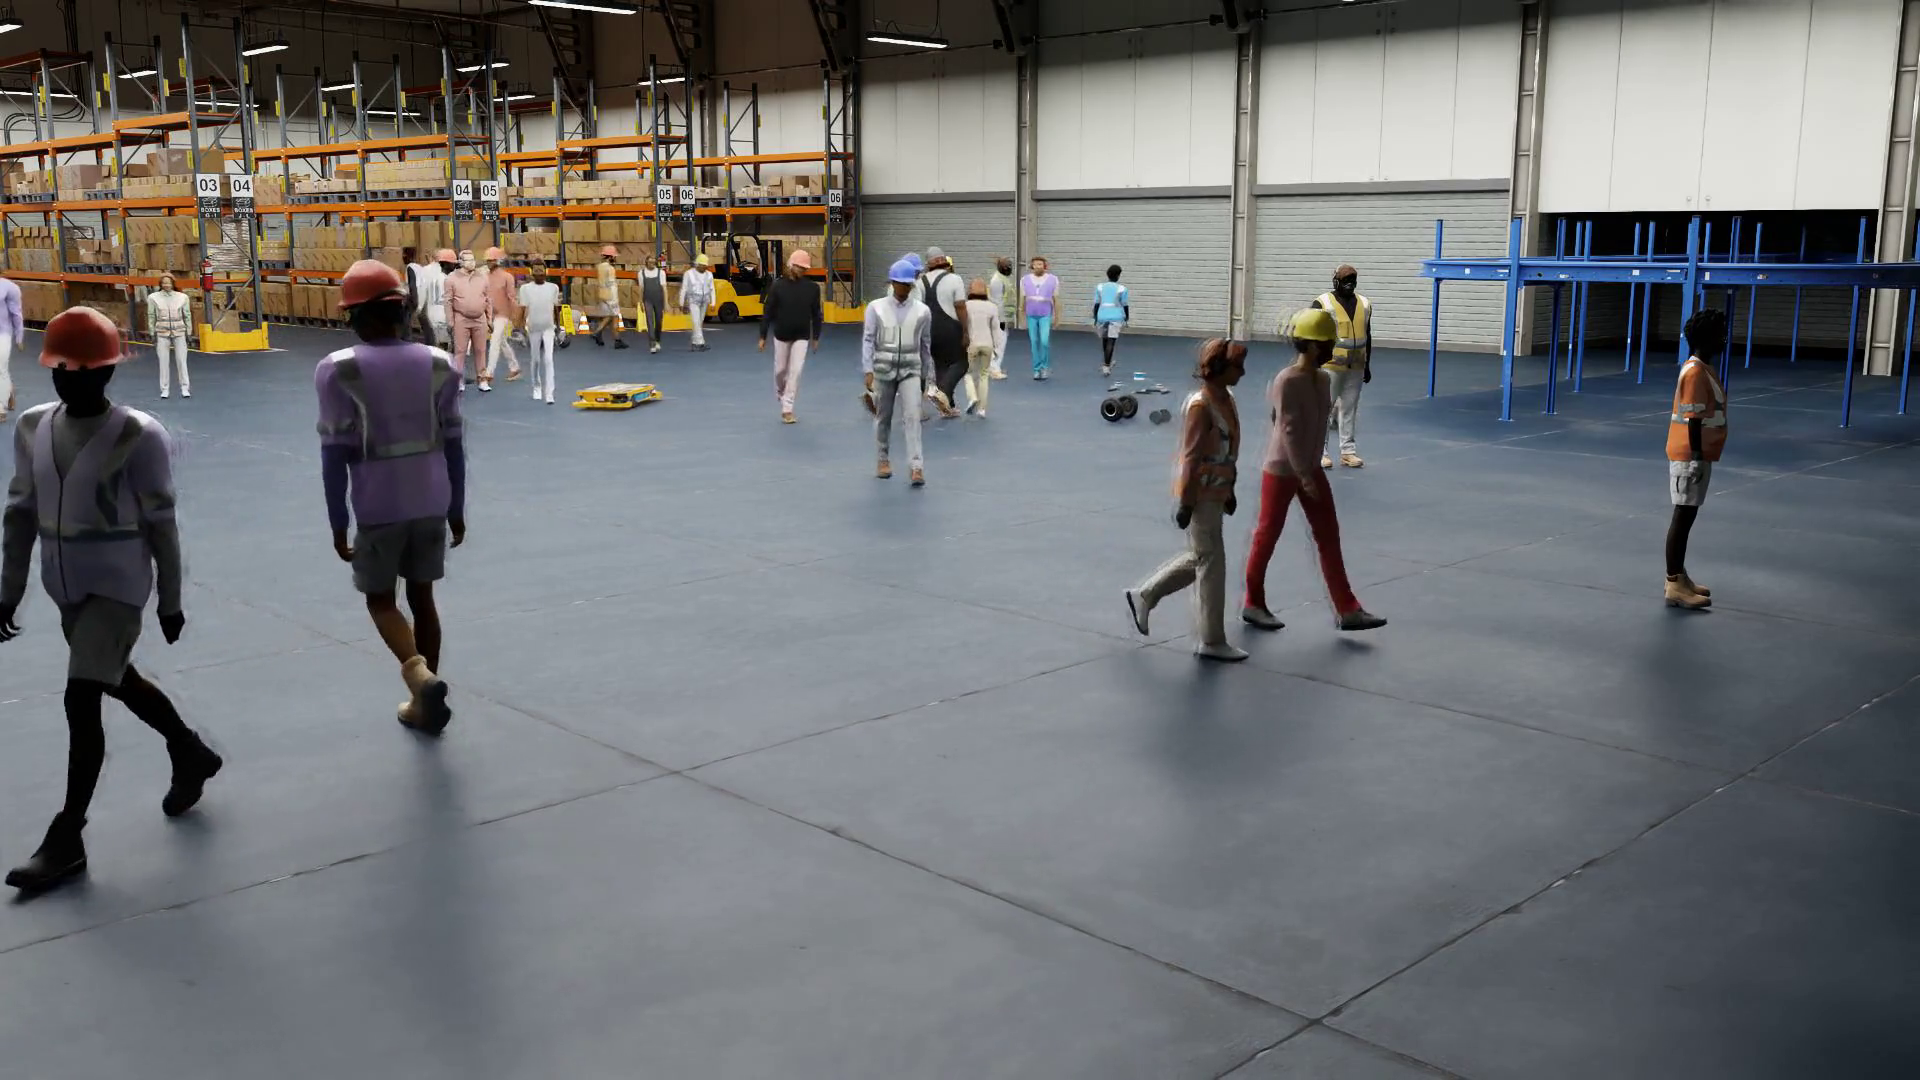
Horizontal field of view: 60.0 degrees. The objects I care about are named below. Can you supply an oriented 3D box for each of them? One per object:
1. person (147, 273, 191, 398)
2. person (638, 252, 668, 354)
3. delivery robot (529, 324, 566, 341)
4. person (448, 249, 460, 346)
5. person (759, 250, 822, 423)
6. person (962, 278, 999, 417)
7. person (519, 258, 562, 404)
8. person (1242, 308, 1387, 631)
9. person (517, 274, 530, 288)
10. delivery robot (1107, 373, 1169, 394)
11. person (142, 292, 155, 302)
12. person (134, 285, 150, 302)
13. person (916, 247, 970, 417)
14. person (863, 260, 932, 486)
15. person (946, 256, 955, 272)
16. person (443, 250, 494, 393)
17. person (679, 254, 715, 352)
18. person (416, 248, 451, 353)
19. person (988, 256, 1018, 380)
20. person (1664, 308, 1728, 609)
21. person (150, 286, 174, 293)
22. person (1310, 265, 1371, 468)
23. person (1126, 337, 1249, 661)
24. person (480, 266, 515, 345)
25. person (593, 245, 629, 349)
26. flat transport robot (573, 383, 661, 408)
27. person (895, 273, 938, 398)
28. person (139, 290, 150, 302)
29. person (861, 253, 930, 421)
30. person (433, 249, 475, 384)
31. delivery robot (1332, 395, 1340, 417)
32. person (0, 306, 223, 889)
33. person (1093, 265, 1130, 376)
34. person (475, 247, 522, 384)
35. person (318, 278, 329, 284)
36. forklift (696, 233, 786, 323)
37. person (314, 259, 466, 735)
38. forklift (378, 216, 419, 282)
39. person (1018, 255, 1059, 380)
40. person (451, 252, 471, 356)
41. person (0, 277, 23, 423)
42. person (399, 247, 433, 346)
[{"bbox_3d":[-10.314,-2.672,21.724,0.510,1.628,0.320,-5,12,-26],"label":"person"},{"bbox_3d":[-5.568,-4.316,30.194,0.532,1.814,0.798,-2,11,-10],"label":"person"},{"bbox_3d":[-7.808,-3.941,31.434,0.707,0.478,0.477,6,12,28],"label":"delivery robot"},{"bbox_3d":[-9.498,-4.572,31.493,0.949,1.837,0.607,10,14,43],"label":"person"},{"bbox_3d":[-1.965,-2.346,19.108,0.713,1.942,0.815,-3,11,-15],"label":"person"},{"bbox_3d":[0.212,-2.228,19.334,0.511,1.616,0.467,-2,11,-10],"label":"person"},{"bbox_3d":[-5.371,-2.684,21.259,0.541,1.832,0.956,-3,11,-18],"label":"person"},{"bbox_3d":[1.858,-0.346,8.769,0.520,1.720,0.858,-9,14,-42],"label":"person"},{"bbox_3d":[-12.178,-7.225,45.846,0.598,1.900,0.382,3,11,17],"label":"person"},{"bbox_3d":[2.048,-1.806,19.084,0.698,0.223,0.335,6,12,29],"label":"delivery robot"},{"bbox_3d":[-22.269,-7.279,46.103,0.883,1.916,0.549,-2,11,-8],"label":"person"},{"bbox_3d":[-19.426,-6.017,39.345,0.503,1.858,0.394,-8,13,-38],"label":"person"},{"bbox_3d":[-0.197,-2.421,19.347,0.753,2.000,0.628,7,12,33],"label":"person"},{"bbox_3d":[-0.538,-1.445,14.310,0.614,1.907,0.965,-2,11,-8],"label":"person"},{"bbox_3d":[-0.229,-4.059,28.971,0.492,1.742,0.315,-6,12,-30],"label":"person"},{"bbox_3d":[-6.644,-2.964,22.559,0.654,1.905,0.408,-6,12,-31],"label":"person"},{"bbox_3d":[-4.789,-4.338,30.440,0.633,1.762,0.933,-7,13,-34],"label":"person"},{"bbox_3d":[-8.513,-3.769,26.997,0.704,1.908,0.695,4,11,22],"label":"person"},{"bbox_3d":[0.631,-3.303,24.712,0.461,1.803,0.764,2,11,10],"label":"person"},{"bbox_3d":[4.229,-0.476,9.563,0.318,1.697,0.535,5,11,24],"label":"person"},{"bbox_3d":[-19.729,-6.355,41.115,0.575,1.882,0.355,-9,13,-39],"label":"person"},{"bbox_3d":[3.496,-1.589,15.238,0.631,1.843,0.429,-3,11,-18],"label":"person"},{"bbox_3d":[1.157,-0.222,8.405,0.647,1.617,0.532,4,11,20],"label":"person"},{"bbox_3d":[-8.980,-4.680,32.189,0.783,1.797,0.601,6,12,28],"label":"person"},{"bbox_3d":[-6.543,-4.539,31.098,0.620,1.919,0.582,-8,13,-37],"label":"person"},{"bbox_3d":[-4.299,-1.822,20.910,0.652,0.197,1.431,2,11,8],"label":"flat transport robot"},{"bbox_3d":[-0.543,-2.760,21.676,0.700,1.832,1.016,8,13,39],"label":"person"},{"bbox_3d":[-23.459,-7.434,47.679,0.277,1.631,0.512,5,11,24],"label":"person"},{"bbox_3d":[-0.713,-2.345,19.153,0.748,1.922,0.625,7,13,35],"label":"person"},{"bbox_3d":[-7.085,-3.100,23.275,0.725,1.907,0.559,-4,11,-19],"label":"person"},{"bbox_3d":[3.886,-1.561,18.455,0.707,0.478,0.477,5,11,25],"label":"delivery robot"},{"bbox_3d":[-2.923,0.135,5.729,0.556,1.888,1.022,3,11,16],"label":"person"},{"bbox_3d":[2.328,-3.345,25.317,0.544,1.644,0.900,5,11,24],"label":"person"},{"bbox_3d":[-6.679,-3.247,24.004,0.634,1.949,1.004,6,12,28],"label":"person"},{"bbox_3d":[-19.003,-8.013,49.851,1.068,1.985,0.631,-4,11,-19],"label":"person"},{"bbox_3d":[-5.496,-6.489,41.108,2.313,2.155,1.214,-10,14,-44],"label":"forklift"},{"bbox_3d":[-2.298,-0.140,6.877,0.606,2.022,0.719,-8,13,-36],"label":"person"},{"bbox_3d":[-17.868,-9.201,54.028,1.873,2.768,1.129,-10,14,-44],"label":"forklift"},{"bbox_3d":[1.130,-3.247,24.315,0.580,1.817,0.649,2,11,12],"label":"person"},{"bbox_3d":[-8.842,-4.188,29.490,0.630,1.822,0.636,-1,10,-6],"label":"person"},{"bbox_3d":[-11.066,-2.337,19.097,0.638,1.924,0.737,-1,10,-4],"label":"person"},{"bbox_3d":[-10.234,-4.471,30.831,0.882,1.880,0.633,-1,10,-4],"label":"person"}]
